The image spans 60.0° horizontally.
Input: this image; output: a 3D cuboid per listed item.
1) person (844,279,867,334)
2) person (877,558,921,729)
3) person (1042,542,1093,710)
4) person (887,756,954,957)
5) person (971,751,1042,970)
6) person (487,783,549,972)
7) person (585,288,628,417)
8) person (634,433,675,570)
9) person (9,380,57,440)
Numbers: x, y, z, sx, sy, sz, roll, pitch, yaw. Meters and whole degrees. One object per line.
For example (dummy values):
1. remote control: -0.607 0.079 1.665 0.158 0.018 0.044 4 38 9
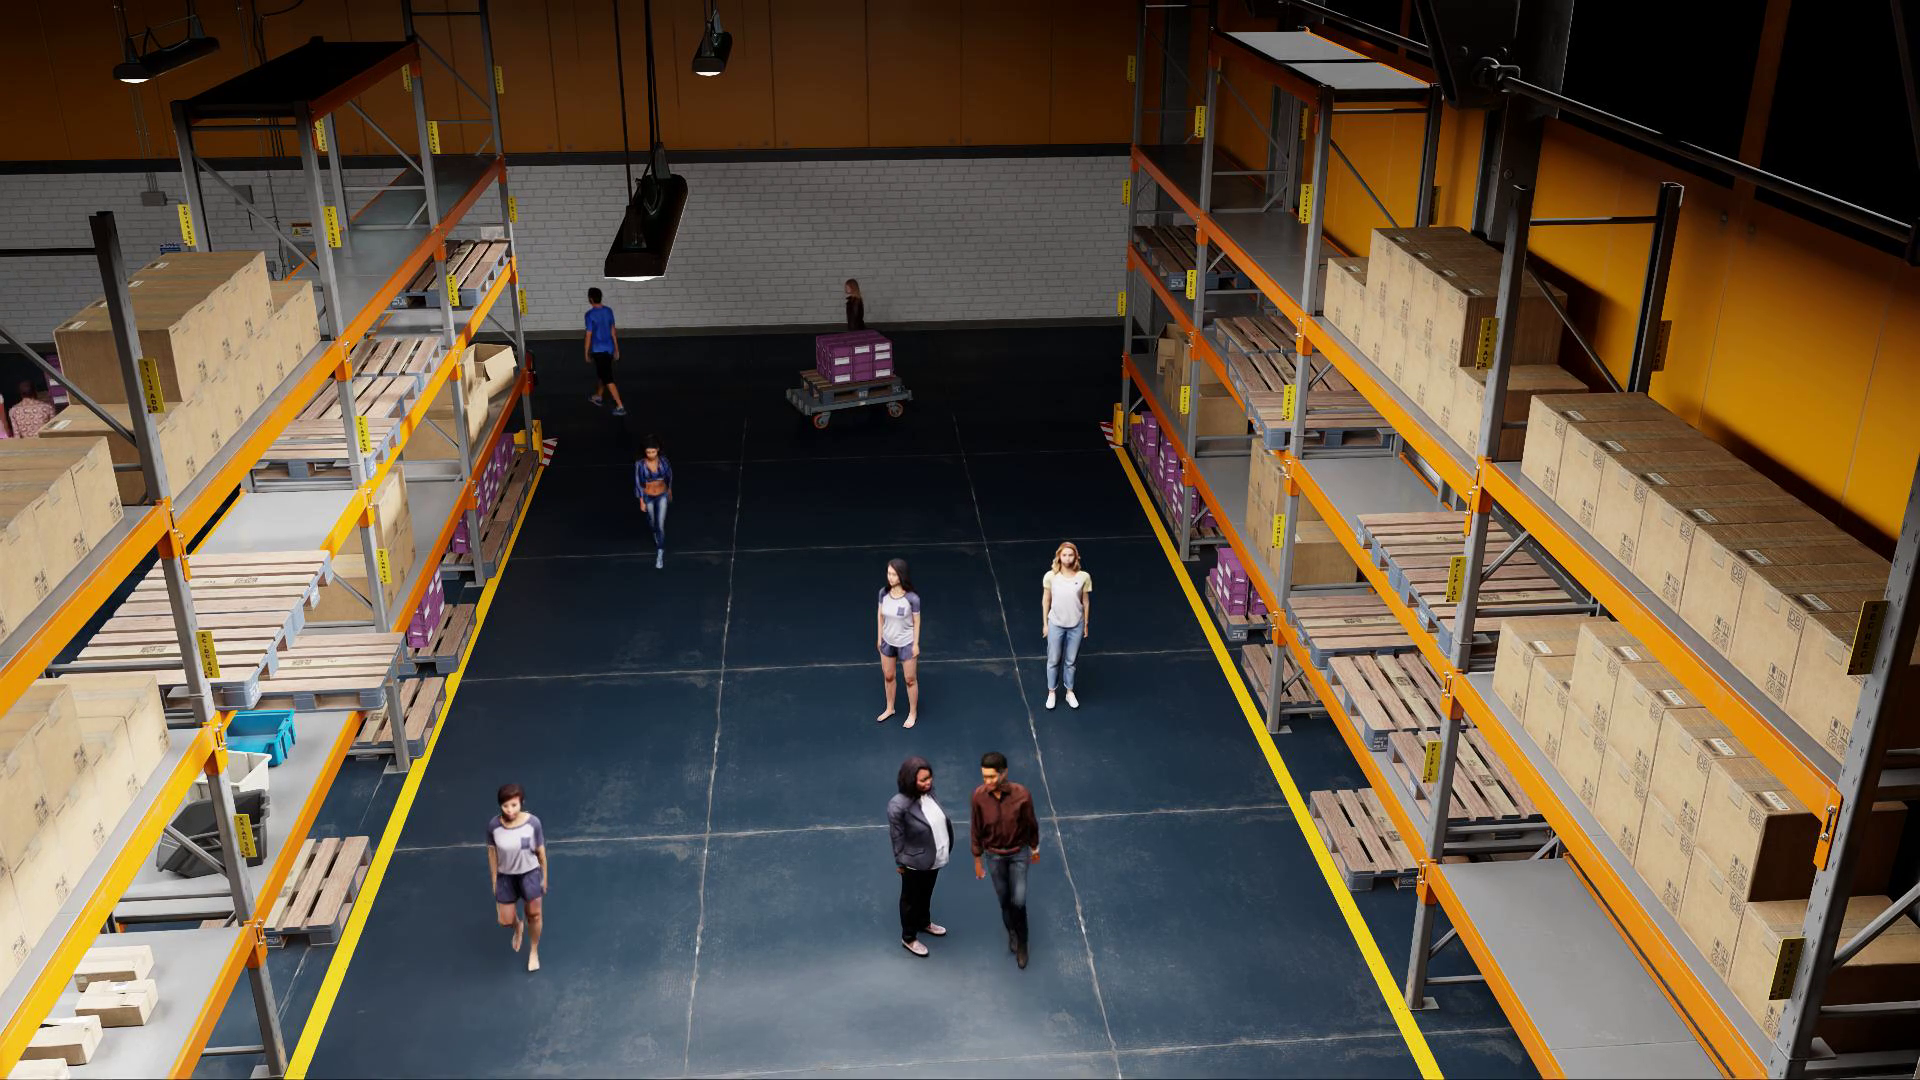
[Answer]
1. person: -1.464 -3.092 24.972 0.718 1.691 0.610 -5 24 -12
2. person: -0.568 0.956 15.695 0.674 1.705 0.684 11 26 24
3. person: 1.012 0.810 16.006 0.617 1.723 0.537 -1 24 -3
4. person: -0.310 2.362 12.607 0.861 1.603 0.784 13 27 27
5. person: 0.342 2.319 12.519 0.744 1.750 0.765 1 24 2
6. person: -3.294 2.461 12.436 0.587 1.558 0.628 -4 24 -8
7. person: -5.046 -2.642 23.791 1.273 1.813 1.187 20 30 38
8. person: -3.510 -0.496 19.180 0.679 1.575 1.094 -6 24 -13
9. person: -11.145 -1.066 20.193 0.728 1.807 0.667 -8 25 -17
